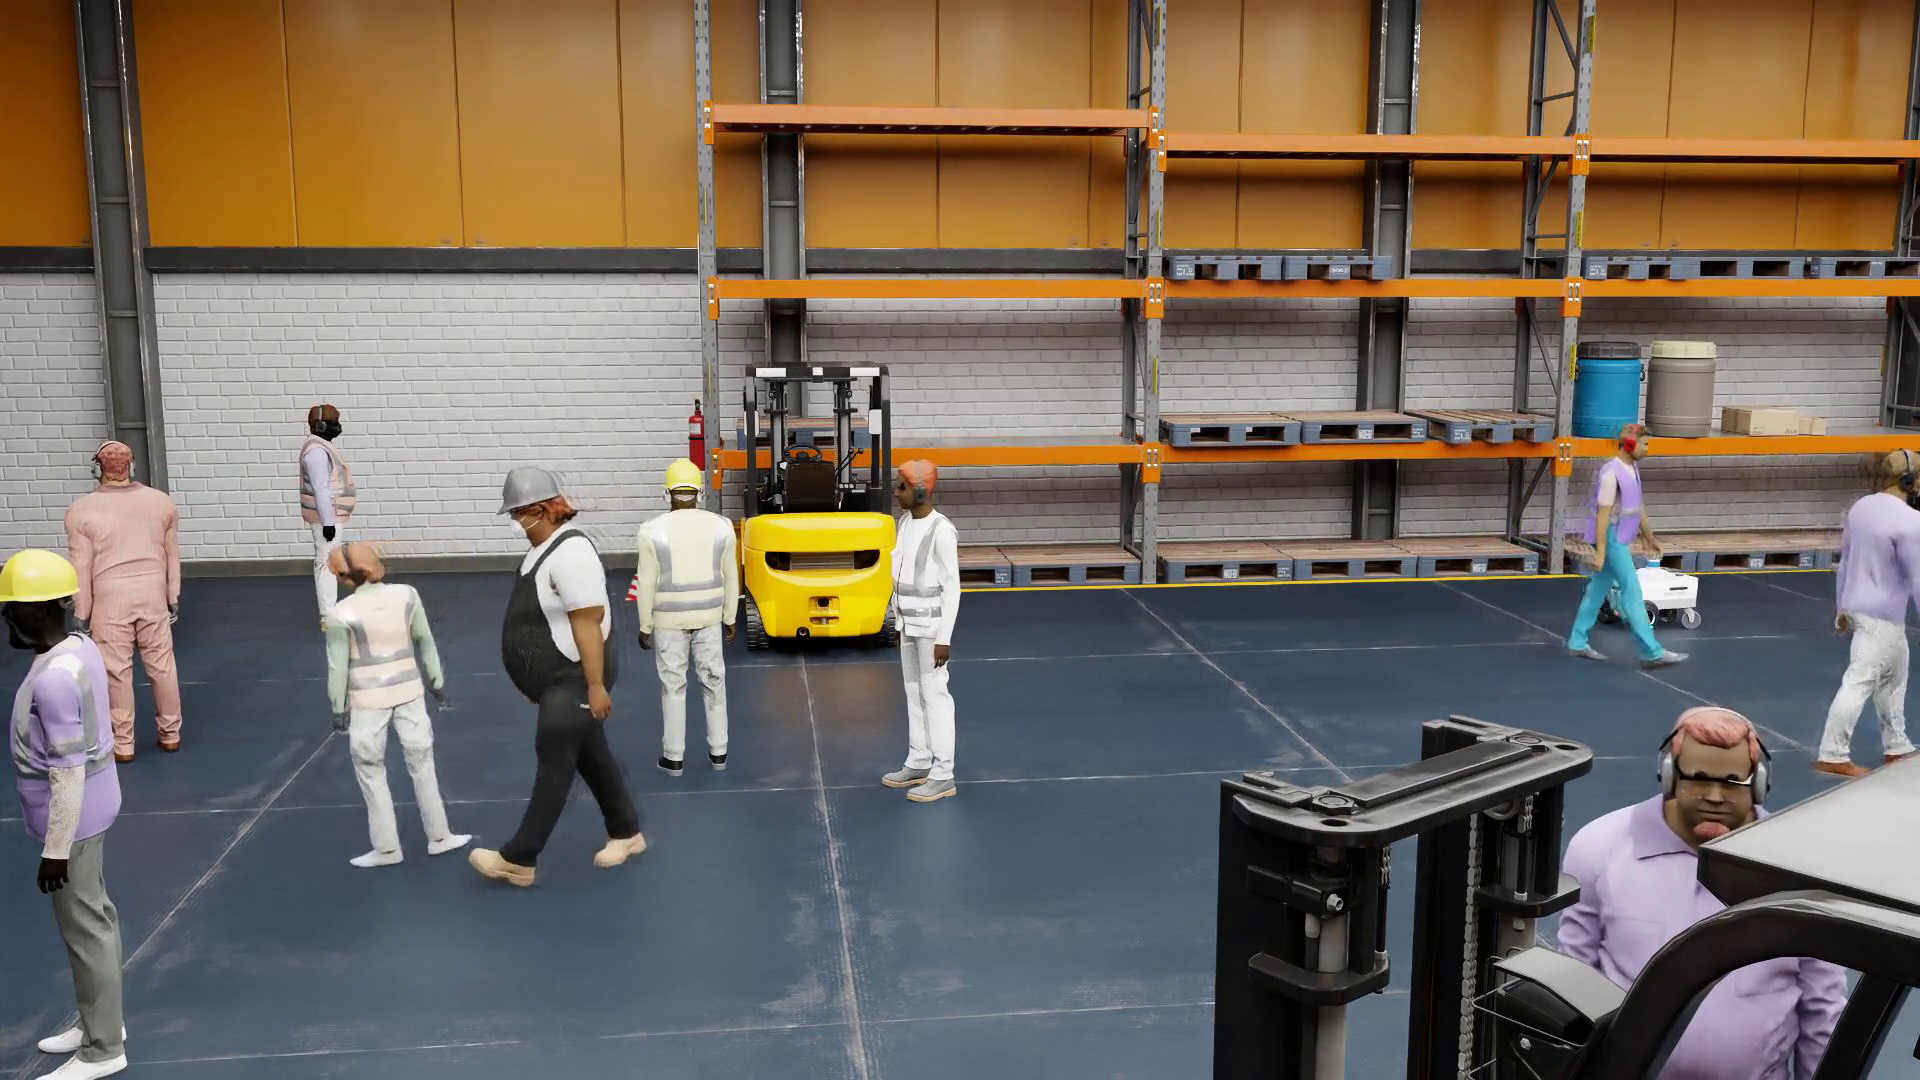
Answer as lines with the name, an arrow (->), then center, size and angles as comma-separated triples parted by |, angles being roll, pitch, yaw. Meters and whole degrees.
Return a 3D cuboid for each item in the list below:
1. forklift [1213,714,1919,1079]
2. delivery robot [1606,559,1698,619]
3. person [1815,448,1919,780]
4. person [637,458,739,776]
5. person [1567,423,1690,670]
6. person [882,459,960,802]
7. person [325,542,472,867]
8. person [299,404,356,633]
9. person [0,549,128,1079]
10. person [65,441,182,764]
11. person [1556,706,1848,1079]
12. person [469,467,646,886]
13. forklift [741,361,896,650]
forklift -> 1.441, 1.425, 2.350 | 1.214, 2.155, 2.313 | -7, 12, -39
delivery robot -> 5.638, 0.401, 13.549 | 0.707, 0.478, 0.477 | -3, 9, -16
person -> 5.321, 0.437, 9.420 | 0.882, 1.906, 0.635 | 1, 9, 6
person -> -1.577, 0.443, 9.607 | 0.600, 1.829, 0.404 | -4, 10, -24
person -> 4.946, 0.050, 12.187 | 0.946, 1.792, 0.557 | 5, 11, 30
person -> -0.206, 0.491, 9.158 | 0.339, 1.877, 0.584 | -5, 10, -28
person -> -2.757, 0.787, 8.152 | 0.338, 1.606, 0.666 | 9, 13, 44
person -> -5.095, -0.176, 13.444 | 0.429, 1.844, 0.625 | -3, 10, -20
person -> -3.195, 0.985, 5.929 | 0.366, 1.927, 0.585 | -4, 10, -23
person -> -4.953, 0.365, 9.860 | 0.399, 1.909, 0.643 | 8, 12, 40
person -> 1.722, 1.319, 3.938 | 0.651, 1.903, 0.400 | 4, 10, 23
person -> -1.919, 0.602, 7.961 | 0.882, 2.000, 0.770 | -4, 10, -26
forklift -> -1.154, -0.340, 13.365 | 1.214, 2.155, 2.313 | -1, 9, -7
